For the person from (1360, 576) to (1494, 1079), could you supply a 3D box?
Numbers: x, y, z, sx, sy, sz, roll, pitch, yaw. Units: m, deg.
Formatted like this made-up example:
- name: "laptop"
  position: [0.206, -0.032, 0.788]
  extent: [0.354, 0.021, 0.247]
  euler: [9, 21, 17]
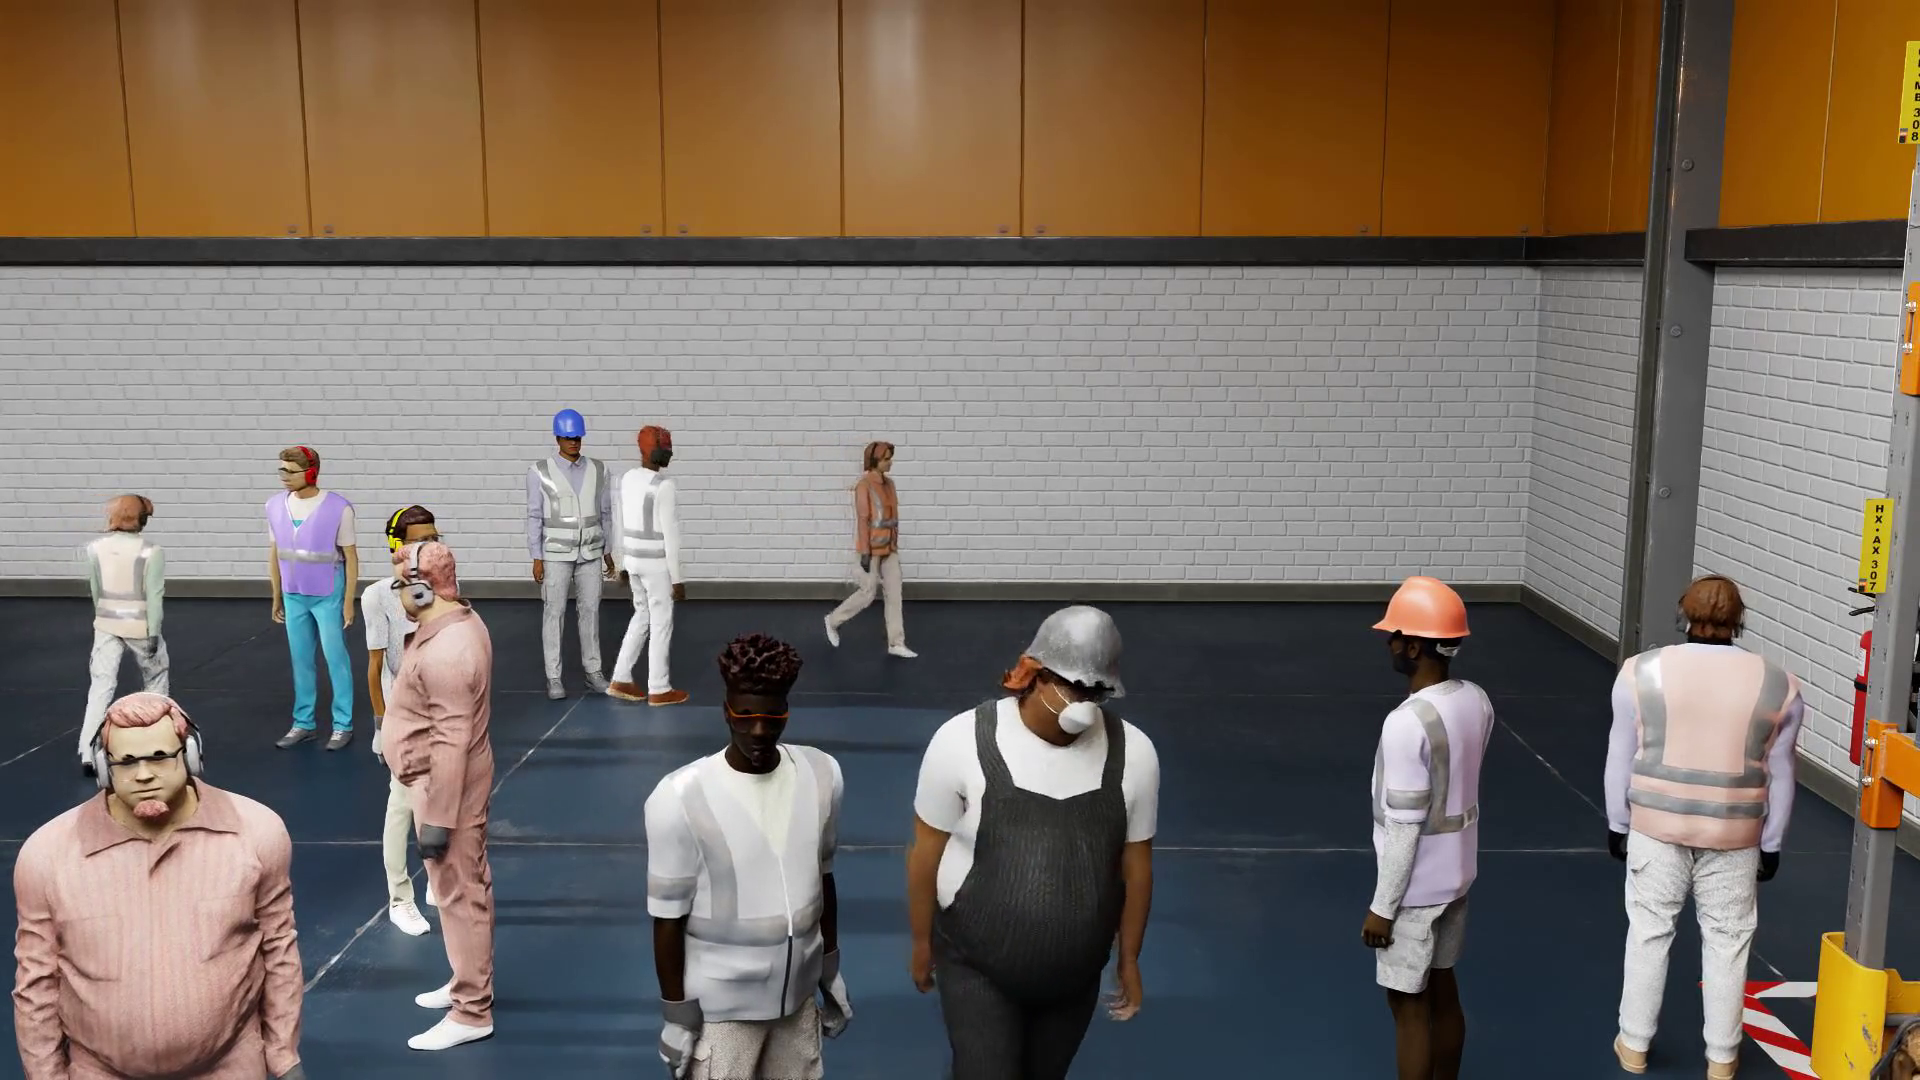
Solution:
- name: "person"
  position: [1.464, 1.075, 5.344]
  extent: [0.355, 1.939, 0.544]
  euler: [8, 12, 40]

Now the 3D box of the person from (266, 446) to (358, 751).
- name: "person"
  position: [-3.873, 0.344, 10.008]
  extent: [0.564, 1.841, 0.390]
  euler: [2, 10, 13]

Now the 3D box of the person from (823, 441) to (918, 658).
- name: "person"
  position: [-0.663, 0.065, 12.334]
  extent: [0.683, 1.618, 0.522]
  euler: [5, 11, 30]

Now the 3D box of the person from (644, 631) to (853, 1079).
- name: "person"
  position: [-0.555, 1.202, 4.502]
  extent: [0.608, 1.963, 0.371]
  euler: [-8, 12, -40]

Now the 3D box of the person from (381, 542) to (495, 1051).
- name: "person"
  position: [-1.947, 0.945, 6.237]
  extent: [0.406, 1.902, 0.636]
  euler: [-2, 10, -11]

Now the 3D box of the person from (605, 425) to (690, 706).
- name: "person"
  position: [-2.062, 0.186, 10.921]
  extent: [0.473, 1.877, 0.654]
  euler: [-9, 13, -44]

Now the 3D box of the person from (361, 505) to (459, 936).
- name: "person"
  position: [-2.366, 0.776, 7.325]
  extent: [0.328, 1.877, 0.508]
  euler: [6, 11, 31]

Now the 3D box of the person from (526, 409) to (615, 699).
- name: "person"
  position: [-2.618, 0.087, 11.228]
  extent: [0.605, 1.948, 0.388]
  euler: [-6, 11, -34]

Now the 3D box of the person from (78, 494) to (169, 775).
- name: "person"
  position: [-4.857, 0.531, 9.639]
  extent: [0.522, 1.595, 0.886]
  euler: [1, 10, 4]

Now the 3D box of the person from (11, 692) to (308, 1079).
- name: "person"
  position: [-1.928, 1.303, 4.064]
  extent: [0.639, 1.911, 0.406]
  euler: [-5, 11, -27]

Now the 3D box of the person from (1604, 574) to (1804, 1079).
- name: "person"
  position: [2.623, 1.029, 5.942]
  extent: [0.619, 1.835, 0.429]
  euler: [4, 10, 20]

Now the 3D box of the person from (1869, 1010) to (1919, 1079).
- name: "person"
  position: [1.435, 1.587, 2.552]
  extent: [0.507, 1.847, 0.344]
  euler: [3, 10, 19]
